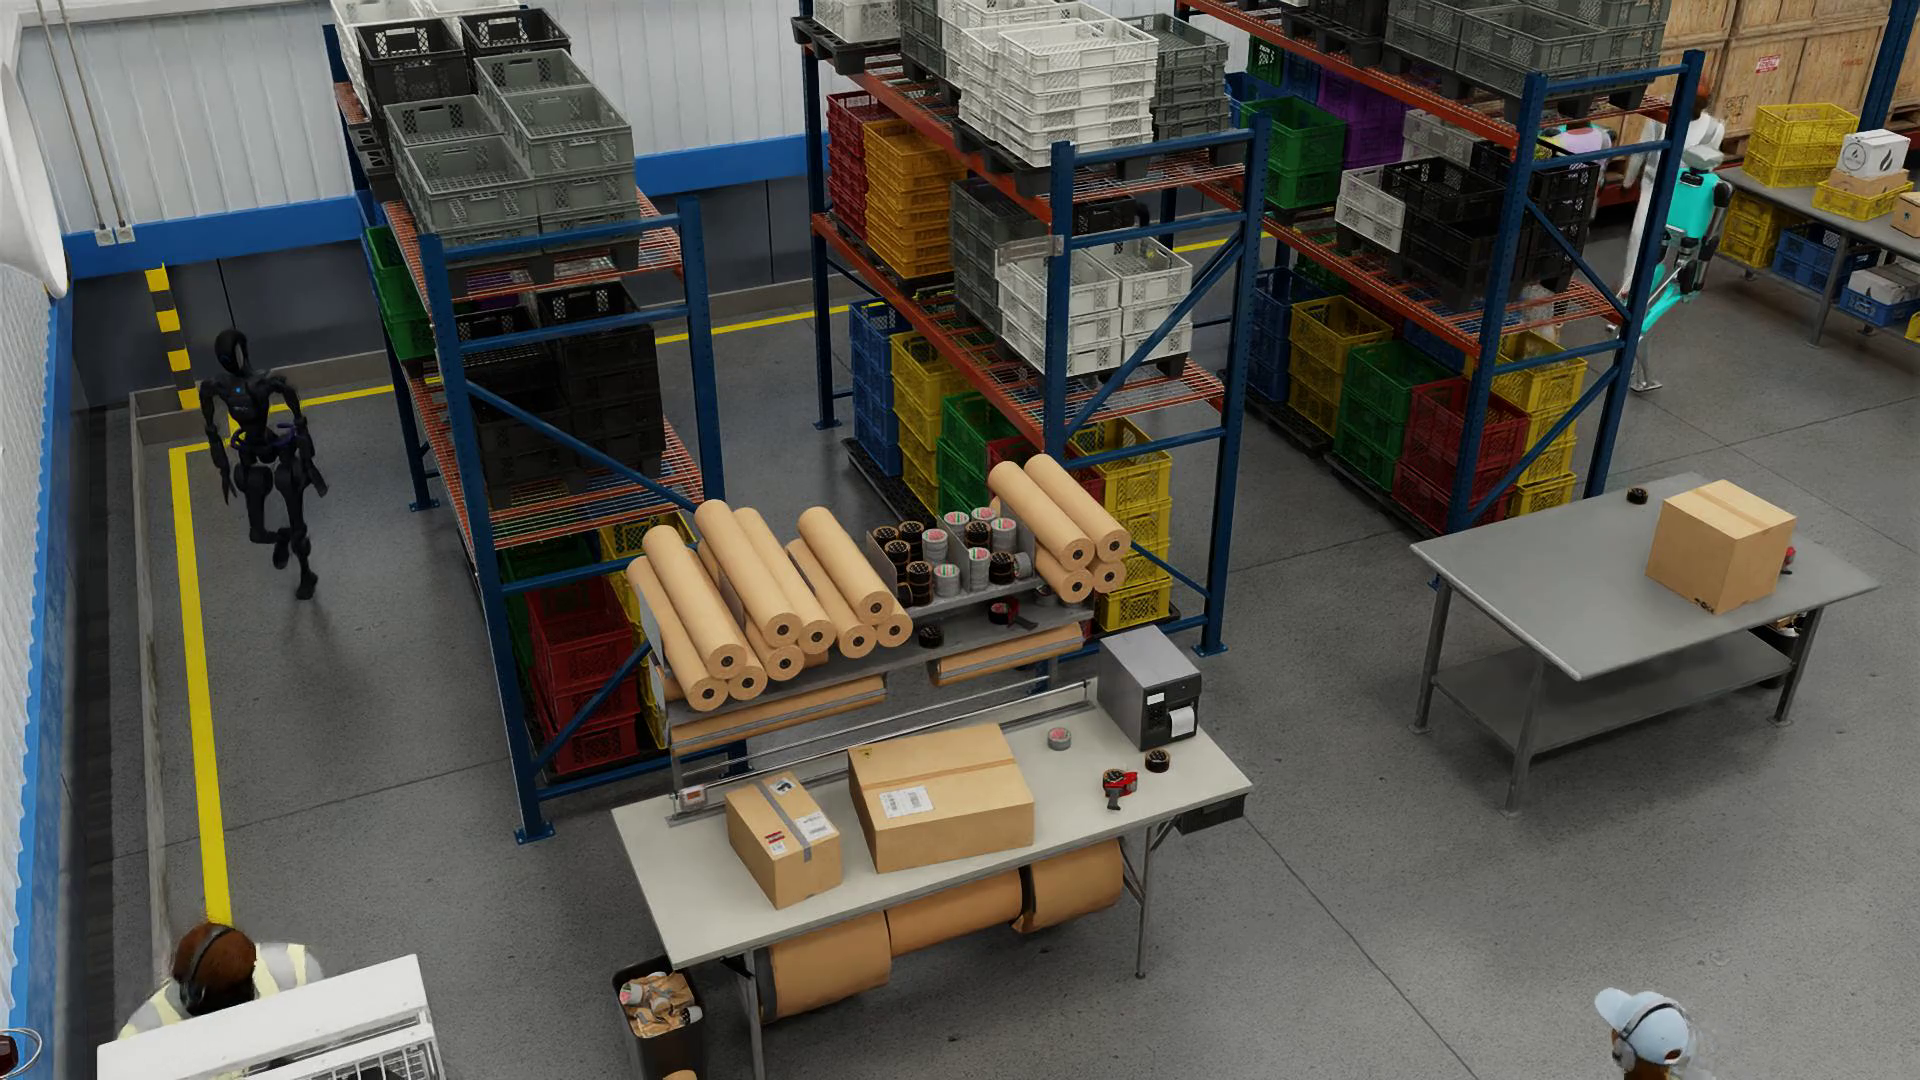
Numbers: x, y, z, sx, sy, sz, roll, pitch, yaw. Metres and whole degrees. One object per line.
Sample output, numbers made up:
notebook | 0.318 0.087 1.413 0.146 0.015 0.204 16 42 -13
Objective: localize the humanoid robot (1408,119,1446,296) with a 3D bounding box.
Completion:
humanoid robot | 3.516 -2.374 12.480 0.325 1.651 0.596 27 41 37

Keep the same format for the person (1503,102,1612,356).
person | 4.318 -2.332 12.069 0.606 2.043 0.376 -14 34 -22

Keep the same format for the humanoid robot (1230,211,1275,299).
humanoid robot | 2.397 -2.707 12.893 0.731 1.710 0.528 13 34 20

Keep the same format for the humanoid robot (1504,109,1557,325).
humanoid robot | 4.393 -2.438 12.450 0.530 1.720 0.702 -26 40 -36

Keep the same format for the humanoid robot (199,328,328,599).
humanoid robot | -3.873 -0.456 9.369 0.586 1.647 0.454 -3 32 -5

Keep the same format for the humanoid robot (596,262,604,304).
humanoid robot | -2.293 -1.380 10.864 1.018 1.782 0.530 17 36 26

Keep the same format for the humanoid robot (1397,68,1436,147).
humanoid robot | 3.648 -3.253 13.898 0.599 1.655 0.315 3 32 5

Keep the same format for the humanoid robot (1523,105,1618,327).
humanoid robot | 4.522 -2.513 12.615 0.538 1.758 0.666 2 32 3

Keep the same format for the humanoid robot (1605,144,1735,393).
humanoid robot | 4.788 -1.837 11.459 0.735 1.689 0.530 -20 37 -28

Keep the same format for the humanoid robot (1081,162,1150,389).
humanoid robot | 1.018 -1.933 11.782 0.600 1.620 0.649 -1 32 -1

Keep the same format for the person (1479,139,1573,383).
person | 4.009 -1.904 11.619 0.608 1.783 0.914 -25 39 -34

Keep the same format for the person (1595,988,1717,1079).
person | 1.930 2.038 5.173 0.616 1.822 0.776 -11 33 -17

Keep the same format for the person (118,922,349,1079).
person | -2.287 1.895 5.426 0.684 1.814 0.503 -22 38 -31

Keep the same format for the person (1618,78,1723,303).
person | 5.416 -2.670 12.824 0.647 1.817 1.002 12 34 19
